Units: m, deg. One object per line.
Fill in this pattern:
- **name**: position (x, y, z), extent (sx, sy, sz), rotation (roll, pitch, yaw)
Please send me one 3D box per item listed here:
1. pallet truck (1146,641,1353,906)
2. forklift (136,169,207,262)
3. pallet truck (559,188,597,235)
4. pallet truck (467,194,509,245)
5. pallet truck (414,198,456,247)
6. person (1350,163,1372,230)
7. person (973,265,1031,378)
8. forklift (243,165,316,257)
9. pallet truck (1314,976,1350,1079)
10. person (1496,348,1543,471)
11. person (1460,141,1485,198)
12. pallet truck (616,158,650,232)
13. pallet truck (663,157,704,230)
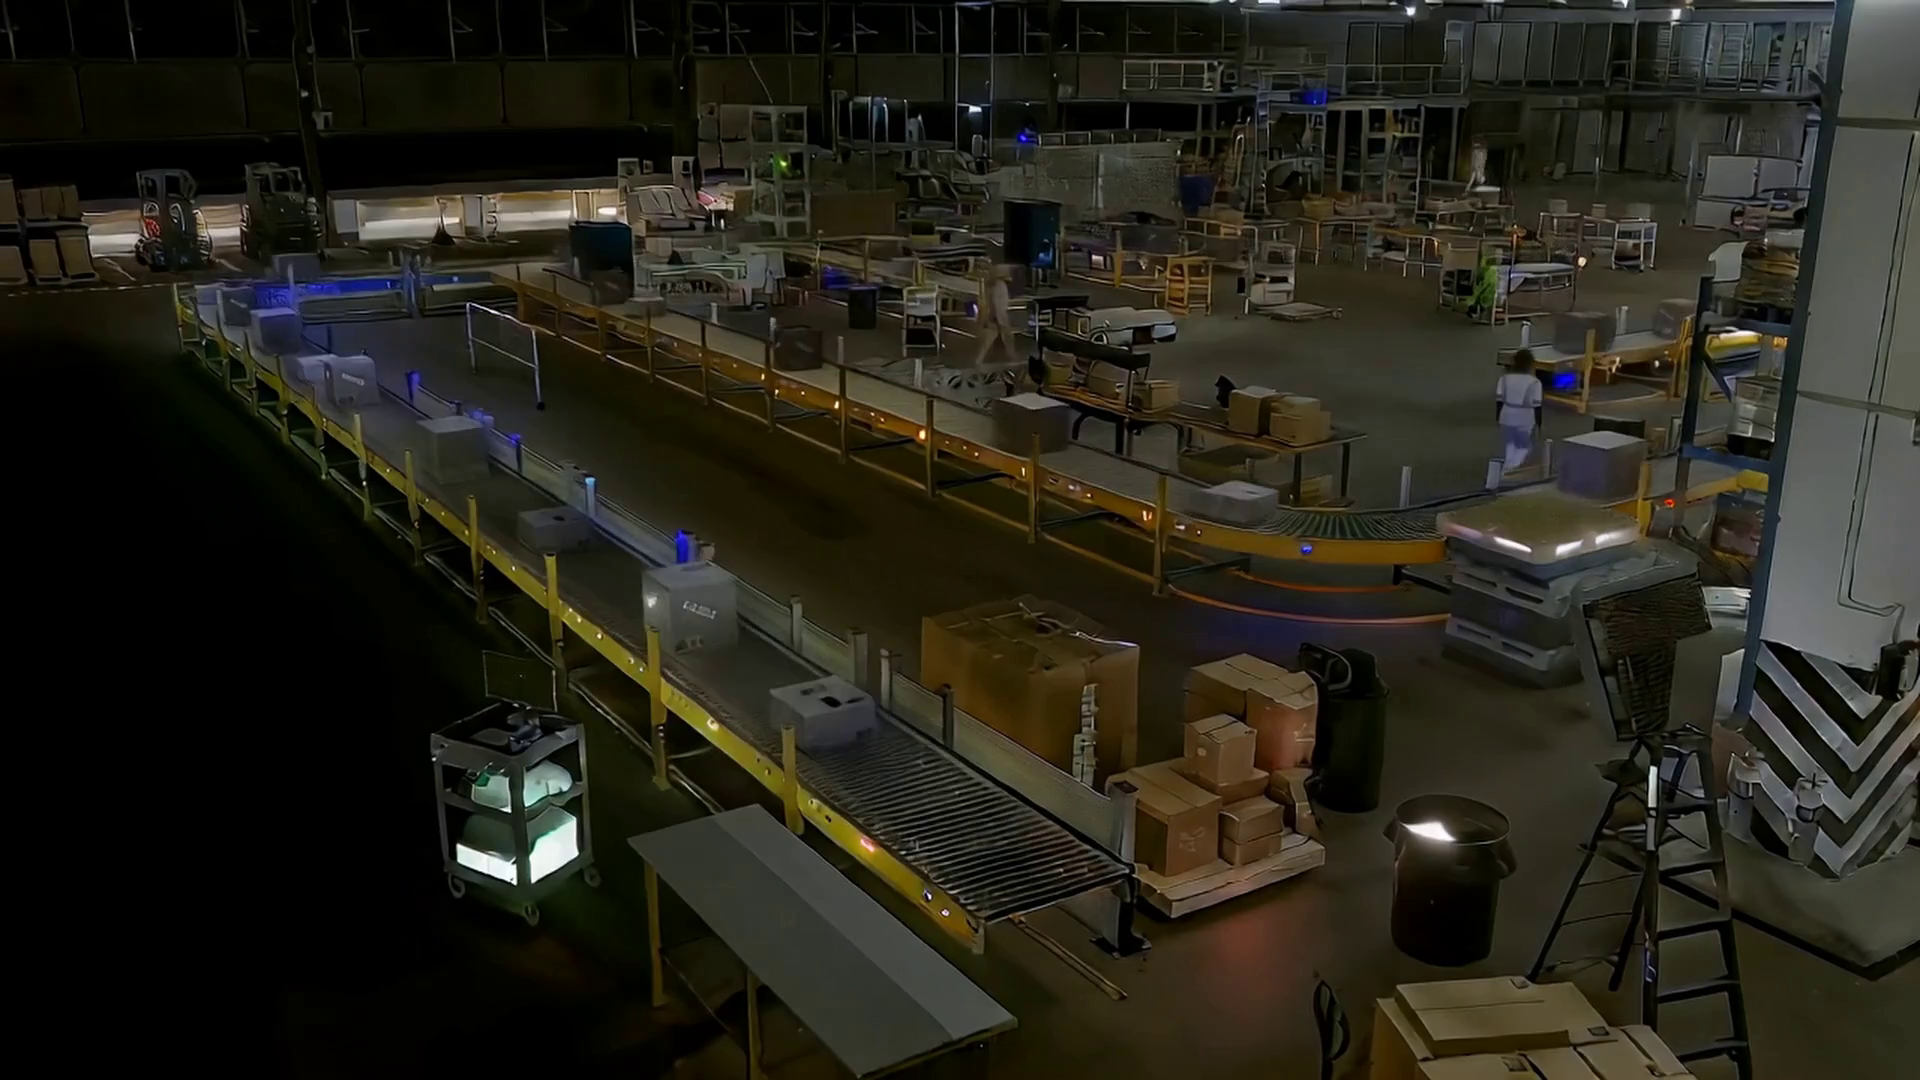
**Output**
- **pallet truck**: position (1.664, 1.407, 10.232), extent (1.630, 1.274, 0.653), rotation (-10, 20, -31)
- **forklift**: position (-17.842, -7.318, 37.559), extent (1.157, 1.987, 2.680), rotation (-10, 20, -31)
- **pallet truck**: position (-10.010, -8.652, 43.699), extent (0.653, 1.274, 1.630), rotation (-10, 20, -31)
- **pallet truck**: position (-11.983, -8.177, 42.137), extent (0.704, 1.261, 1.522), rotation (-11, 20, -33)
- **pallet truck**: position (-13.250, -8.060, 41.856), extent (0.680, 1.201, 1.601), rotation (-10, 20, -31)
- **person**: position (10.237, -8.572, 42.268), extent (1.070, 1.984, 0.634), rotation (-1, 17, -4)
- **person**: position (0.604, -3.290, 25.153), extent (0.925, 1.718, 0.538), rotation (8, 18, 25)
- **forklift**: position (-15.898, -7.669, 38.708), extent (1.157, 1.987, 2.680), rotation (-11, 20, -33)
- **pallet truck**: position (2.299, 2.390, 7.086), extent (1.601, 1.201, 0.680), rotation (-2, 17, -7)
- **person**: position (6.219, -1.314, 18.636), extent (0.539, 1.679, 0.660), rotation (16, 23, 42)
- **person**: position (16.772, -12.016, 53.987), extent (0.576, 1.840, 0.985), rotation (-11, 20, -31)
- **pallet truck**: position (-8.918, -9.176, 44.255), extent (0.823, 1.965, 1.885), rotation (-9, 19, -27)
- **pallet truck**: position (-7.586, -9.308, 44.692), extent (0.823, 1.965, 1.885), rotation (-11, 20, -33)
